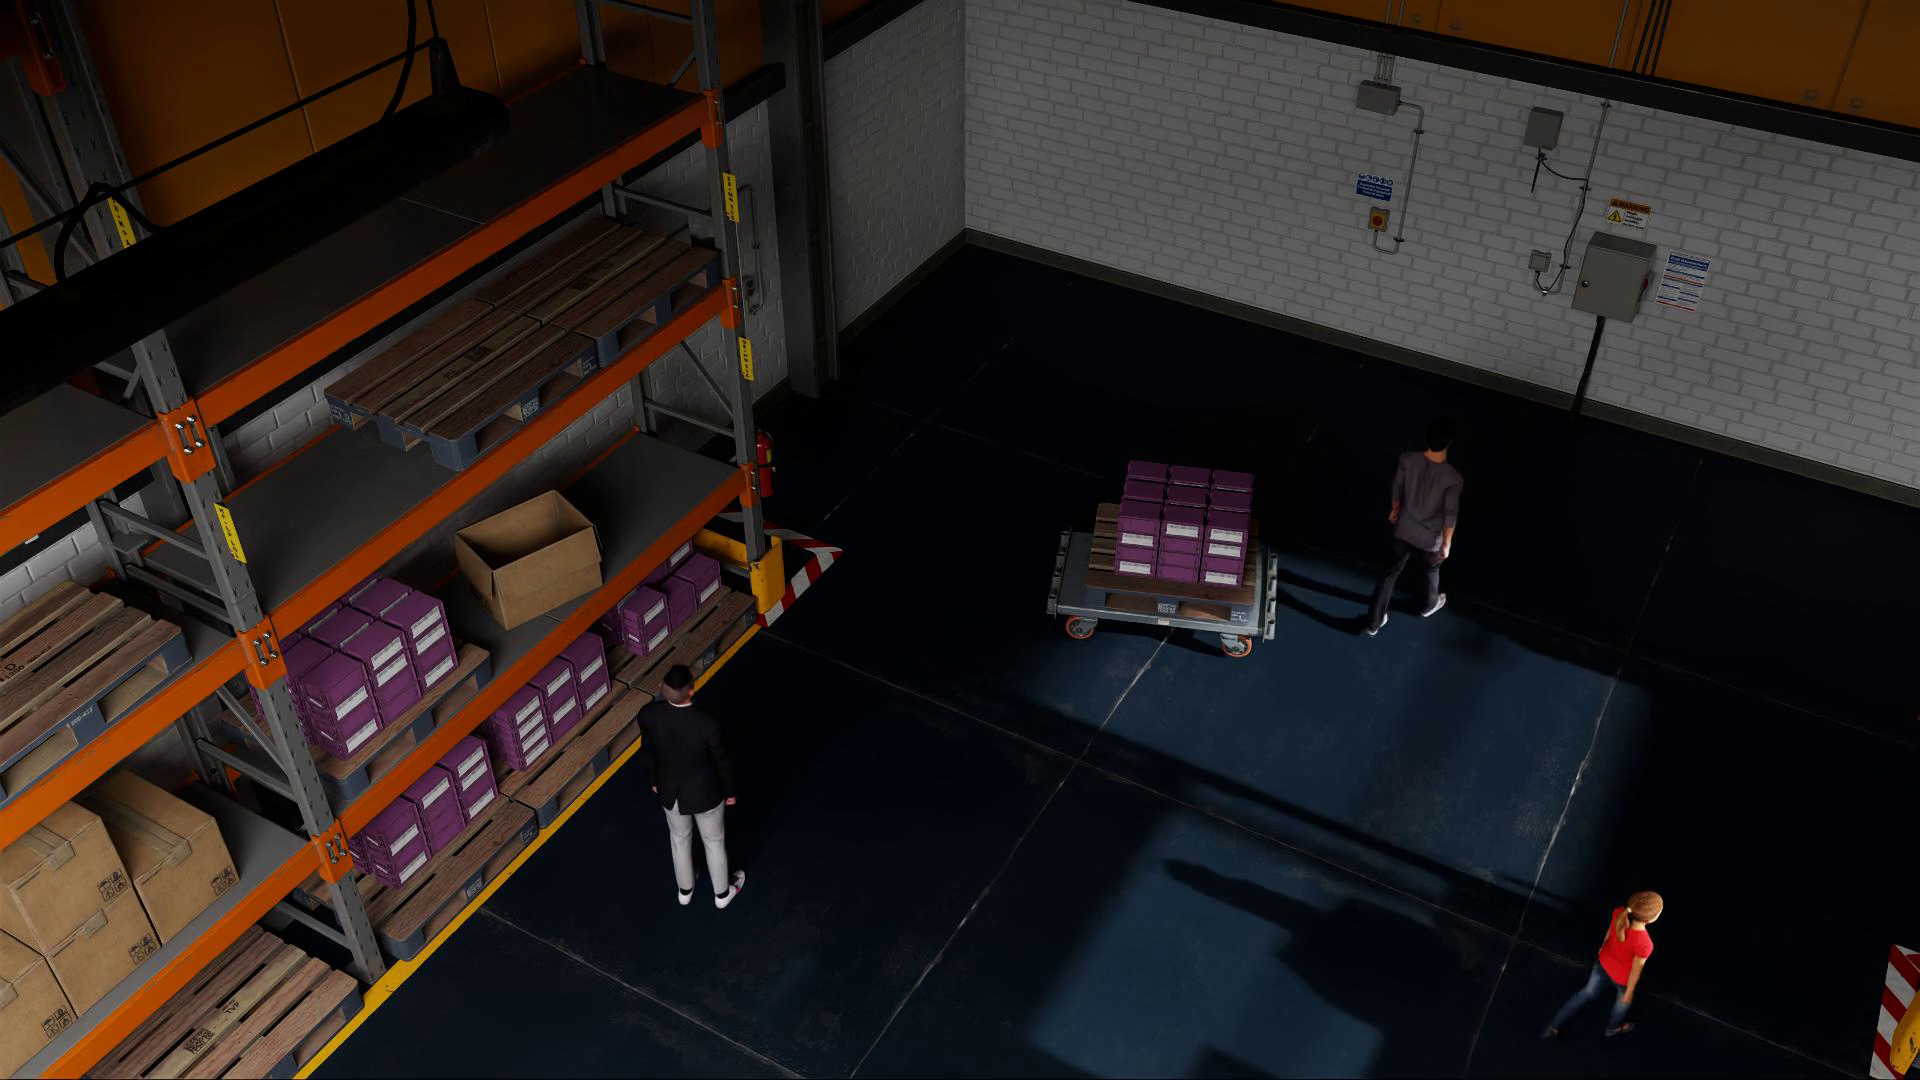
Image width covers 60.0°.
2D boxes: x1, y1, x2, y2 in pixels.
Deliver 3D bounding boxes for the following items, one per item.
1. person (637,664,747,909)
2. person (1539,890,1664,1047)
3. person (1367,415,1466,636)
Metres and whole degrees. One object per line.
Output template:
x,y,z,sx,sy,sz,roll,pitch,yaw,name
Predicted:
-1.606,1.447,9.886,0.774,1.949,0.707,7,39,9,person
3.586,2.398,9.227,0.910,1.286,0.810,-13,40,-15,person
3.240,-0.060,11.871,0.823,1.828,1.053,29,47,32,person
